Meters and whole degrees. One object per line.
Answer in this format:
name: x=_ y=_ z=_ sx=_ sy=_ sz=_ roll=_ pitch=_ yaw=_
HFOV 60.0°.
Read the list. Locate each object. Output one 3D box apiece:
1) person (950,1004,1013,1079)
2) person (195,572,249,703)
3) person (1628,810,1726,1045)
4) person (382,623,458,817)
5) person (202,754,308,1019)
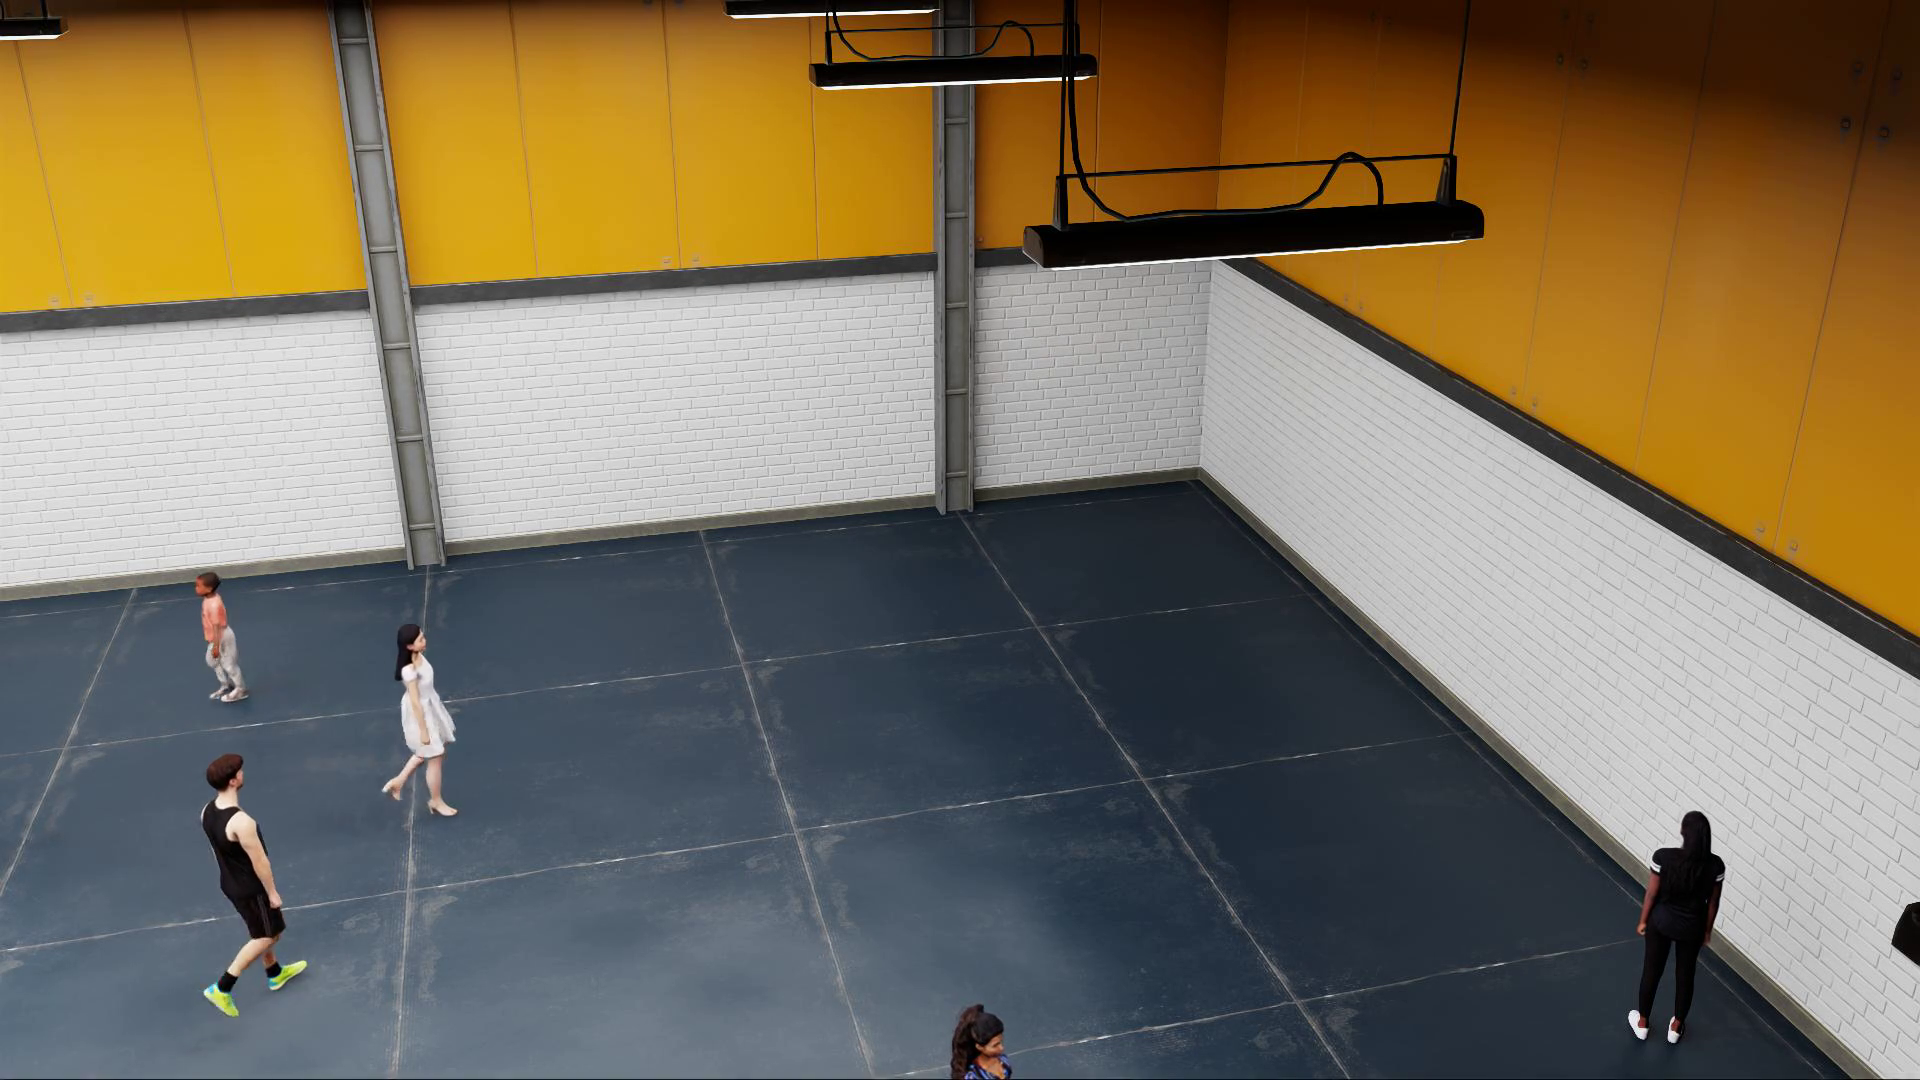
person: x=0.124 y=3.294 z=9.308 sx=0.743 sy=1.618 sz=0.703 roll=10 pitch=26 yaw=22
person: x=-6.708 y=0.876 z=15.240 sx=0.587 sy=1.297 sz=0.565 roll=-11 pitch=26 yaw=-24
person: x=4.703 y=2.526 z=10.911 sx=0.672 sy=1.742 sz=0.769 roll=7 pitch=24 yaw=15
person: x=-4.377 y=1.473 z=13.299 sx=0.861 sy=1.759 sz=0.649 roll=-4 pitch=24 yaw=-10
person: x=-4.844 y=2.344 z=11.163 sx=1.028 sy=1.873 sz=1.133 roll=17 pitch=29 yaw=33
